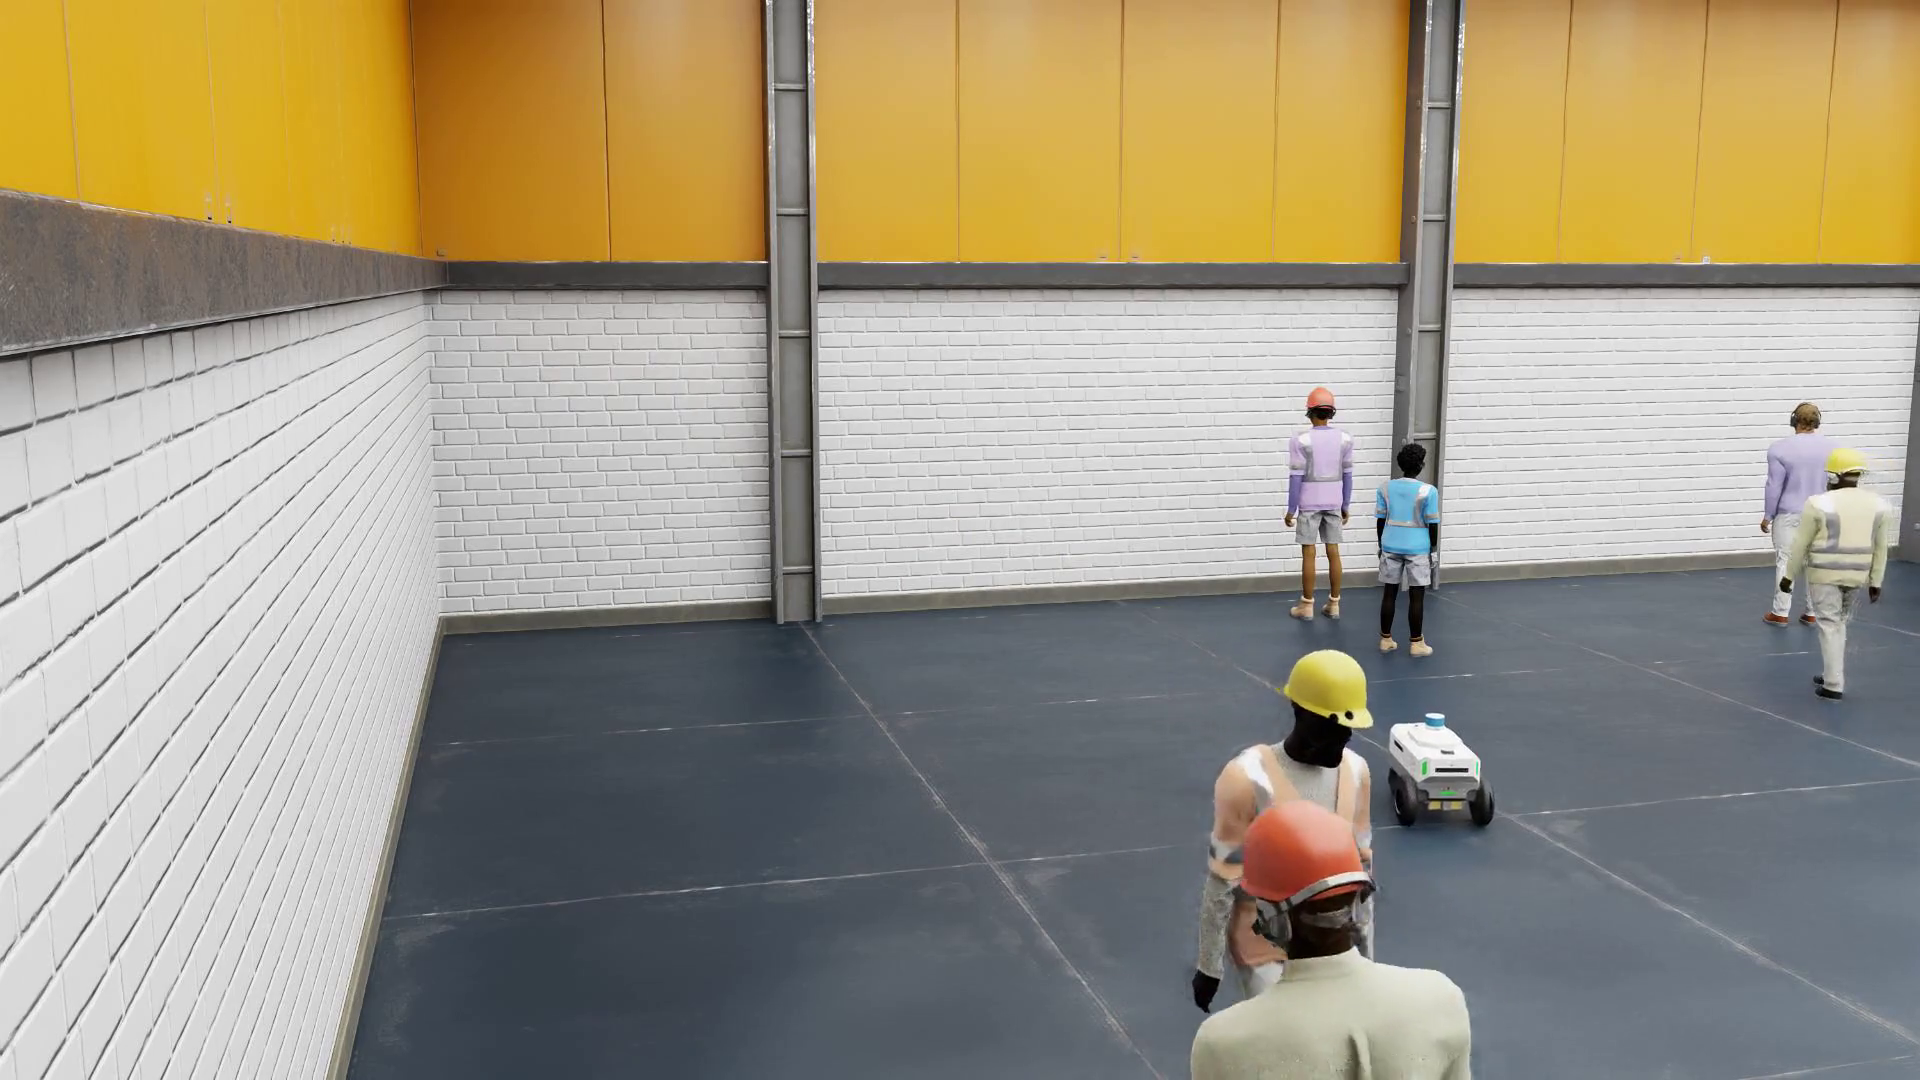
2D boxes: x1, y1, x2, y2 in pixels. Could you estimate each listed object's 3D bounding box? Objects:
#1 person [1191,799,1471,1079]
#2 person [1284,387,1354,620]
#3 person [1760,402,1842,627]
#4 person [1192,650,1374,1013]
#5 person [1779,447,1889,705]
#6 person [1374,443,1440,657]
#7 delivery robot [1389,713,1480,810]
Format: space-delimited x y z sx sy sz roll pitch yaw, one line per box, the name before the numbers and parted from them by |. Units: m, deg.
person | 0.752 1.506 3.439 0.634 1.965 0.491 -3 9 -16
person | 3.135 -0.315 14.575 0.607 2.044 0.381 -2 9 -13
person | 7.199 -0.214 14.271 0.627 1.941 0.371 1 9 3
person | 1.056 1.270 5.132 0.614 1.893 0.639 -6 11 -33
person | 6.178 0.236 11.862 0.601 1.807 0.690 -1 9 -8
person | 3.549 0.079 13.199 0.542 1.695 0.315 8 12 40
delivery robot | 2.660 1.219 9.344 0.477 0.478 0.707 0 9 0
